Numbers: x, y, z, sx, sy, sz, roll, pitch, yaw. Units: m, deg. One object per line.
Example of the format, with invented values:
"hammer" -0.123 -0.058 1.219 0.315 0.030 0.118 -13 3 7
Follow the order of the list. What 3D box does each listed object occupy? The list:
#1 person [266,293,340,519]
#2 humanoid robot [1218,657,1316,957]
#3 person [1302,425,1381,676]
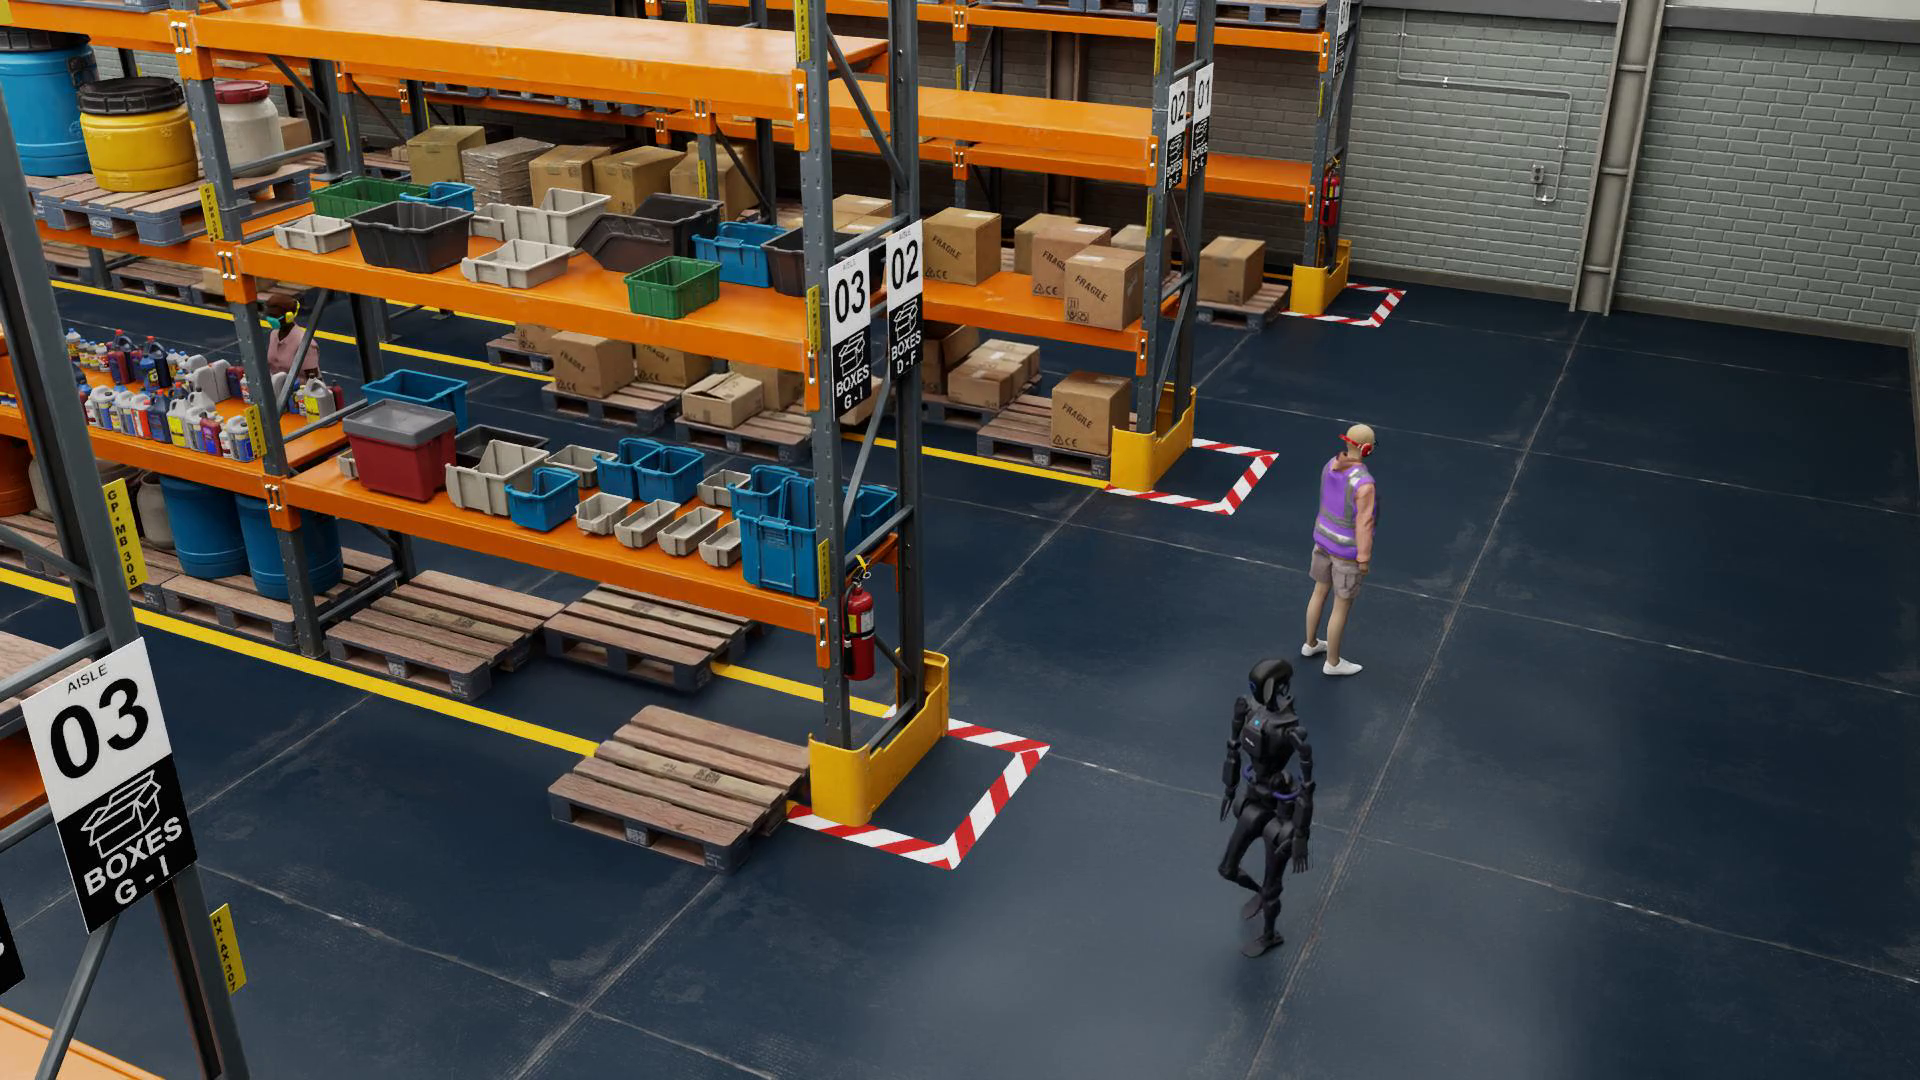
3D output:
"person" -5.000 -1.019 12.655 0.512 1.795 0.336 16 30 29
"humanoid robot" 1.536 1.300 8.090 0.386 1.646 0.607 -16 31 -30
"person" 2.434 0.059 10.586 0.350 1.688 0.488 -11 28 -21
